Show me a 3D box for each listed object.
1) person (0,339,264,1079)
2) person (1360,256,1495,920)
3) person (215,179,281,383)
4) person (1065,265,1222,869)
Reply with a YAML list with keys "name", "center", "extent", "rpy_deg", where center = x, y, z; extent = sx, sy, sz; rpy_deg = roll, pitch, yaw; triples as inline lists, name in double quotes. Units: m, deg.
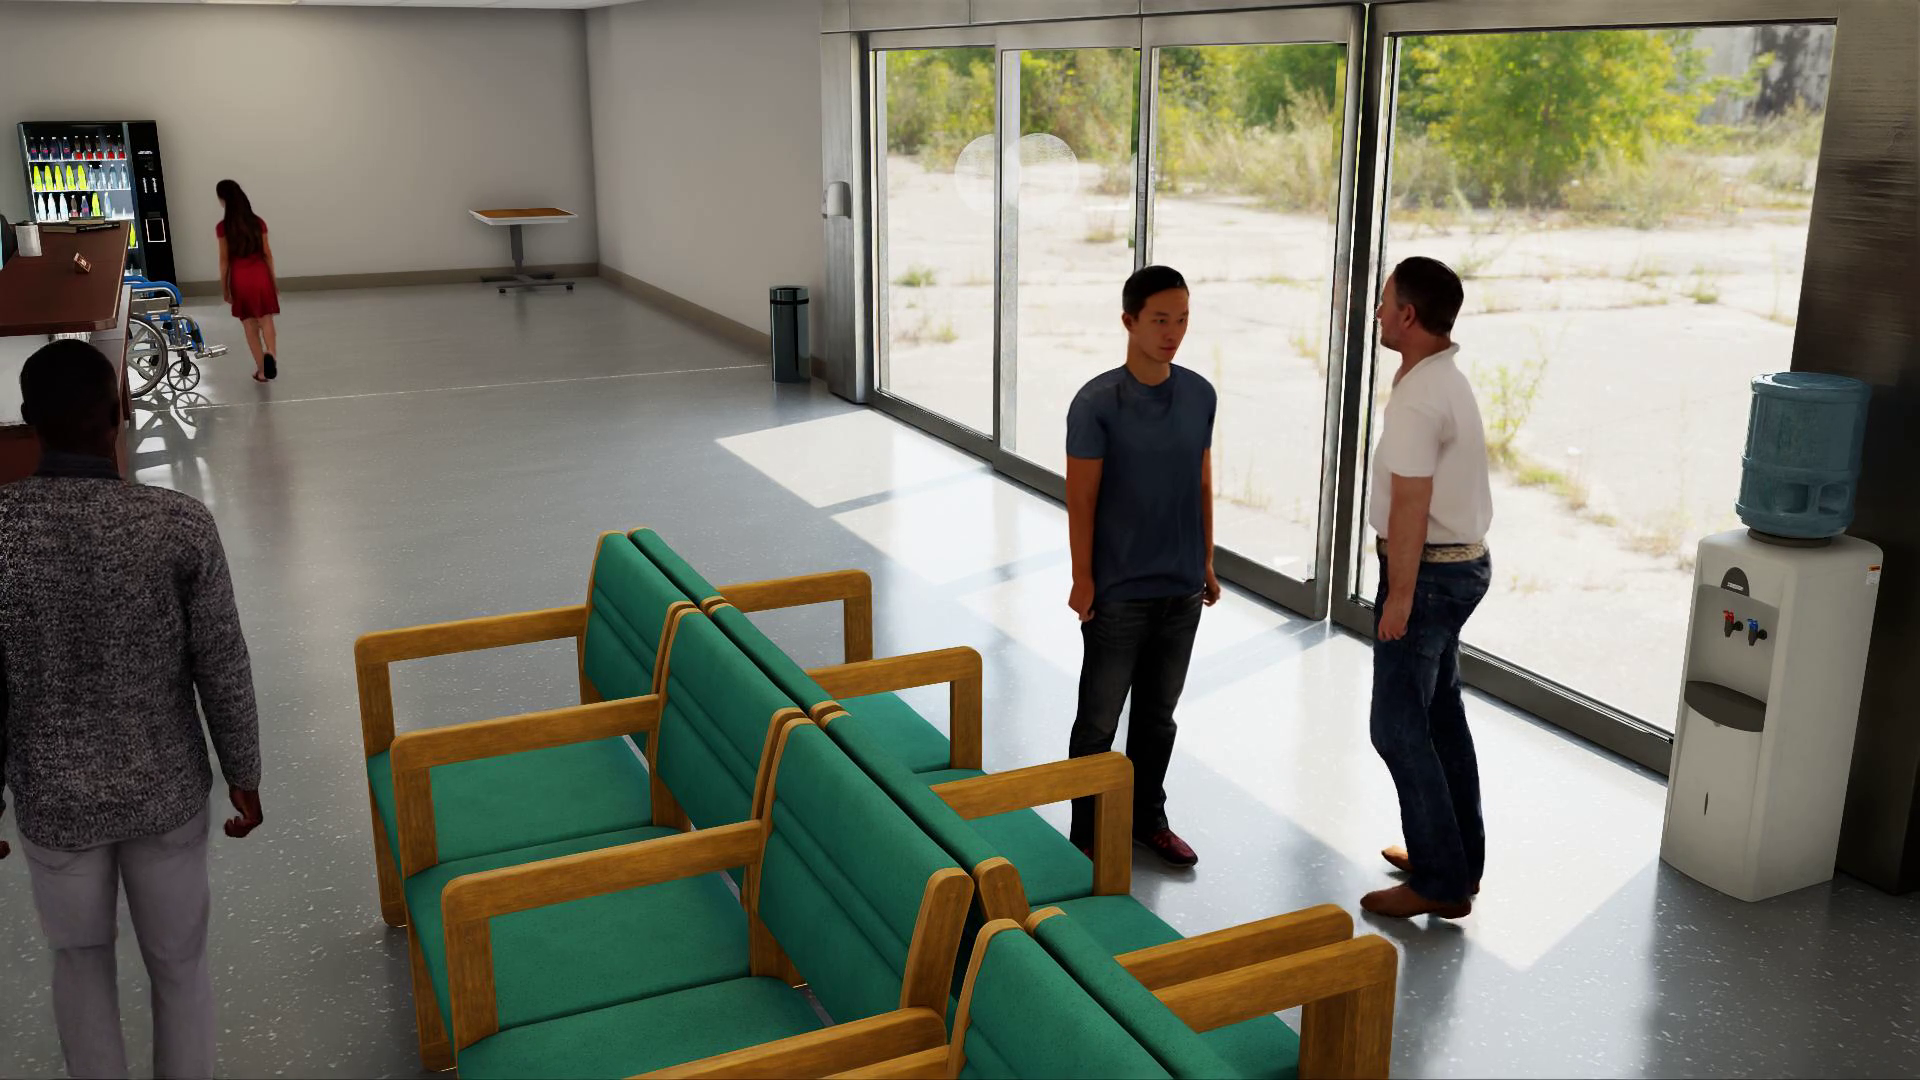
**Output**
- name: "person"
  center: [-1.676, 0.539, 3.254]
  extent: [0.708, 1.826, 0.806]
  rpy_deg: [-5, 17, -17]
- name: "person"
  center: [1.334, 0.149, 4.618]
  extent: [0.868, 1.836, 0.791]
  rpy_deg: [8, 18, 27]
- name: "person"
  center: [-5.329, -1.911, 12.485]
  extent: [0.799, 1.524, 0.667]
  rpy_deg: [-9, 18, -29]
- name: "person"
  center: [0.515, 0.106, 4.829]
  extent: [0.492, 1.804, 0.722]
  rpy_deg: [-9, 18, -28]
